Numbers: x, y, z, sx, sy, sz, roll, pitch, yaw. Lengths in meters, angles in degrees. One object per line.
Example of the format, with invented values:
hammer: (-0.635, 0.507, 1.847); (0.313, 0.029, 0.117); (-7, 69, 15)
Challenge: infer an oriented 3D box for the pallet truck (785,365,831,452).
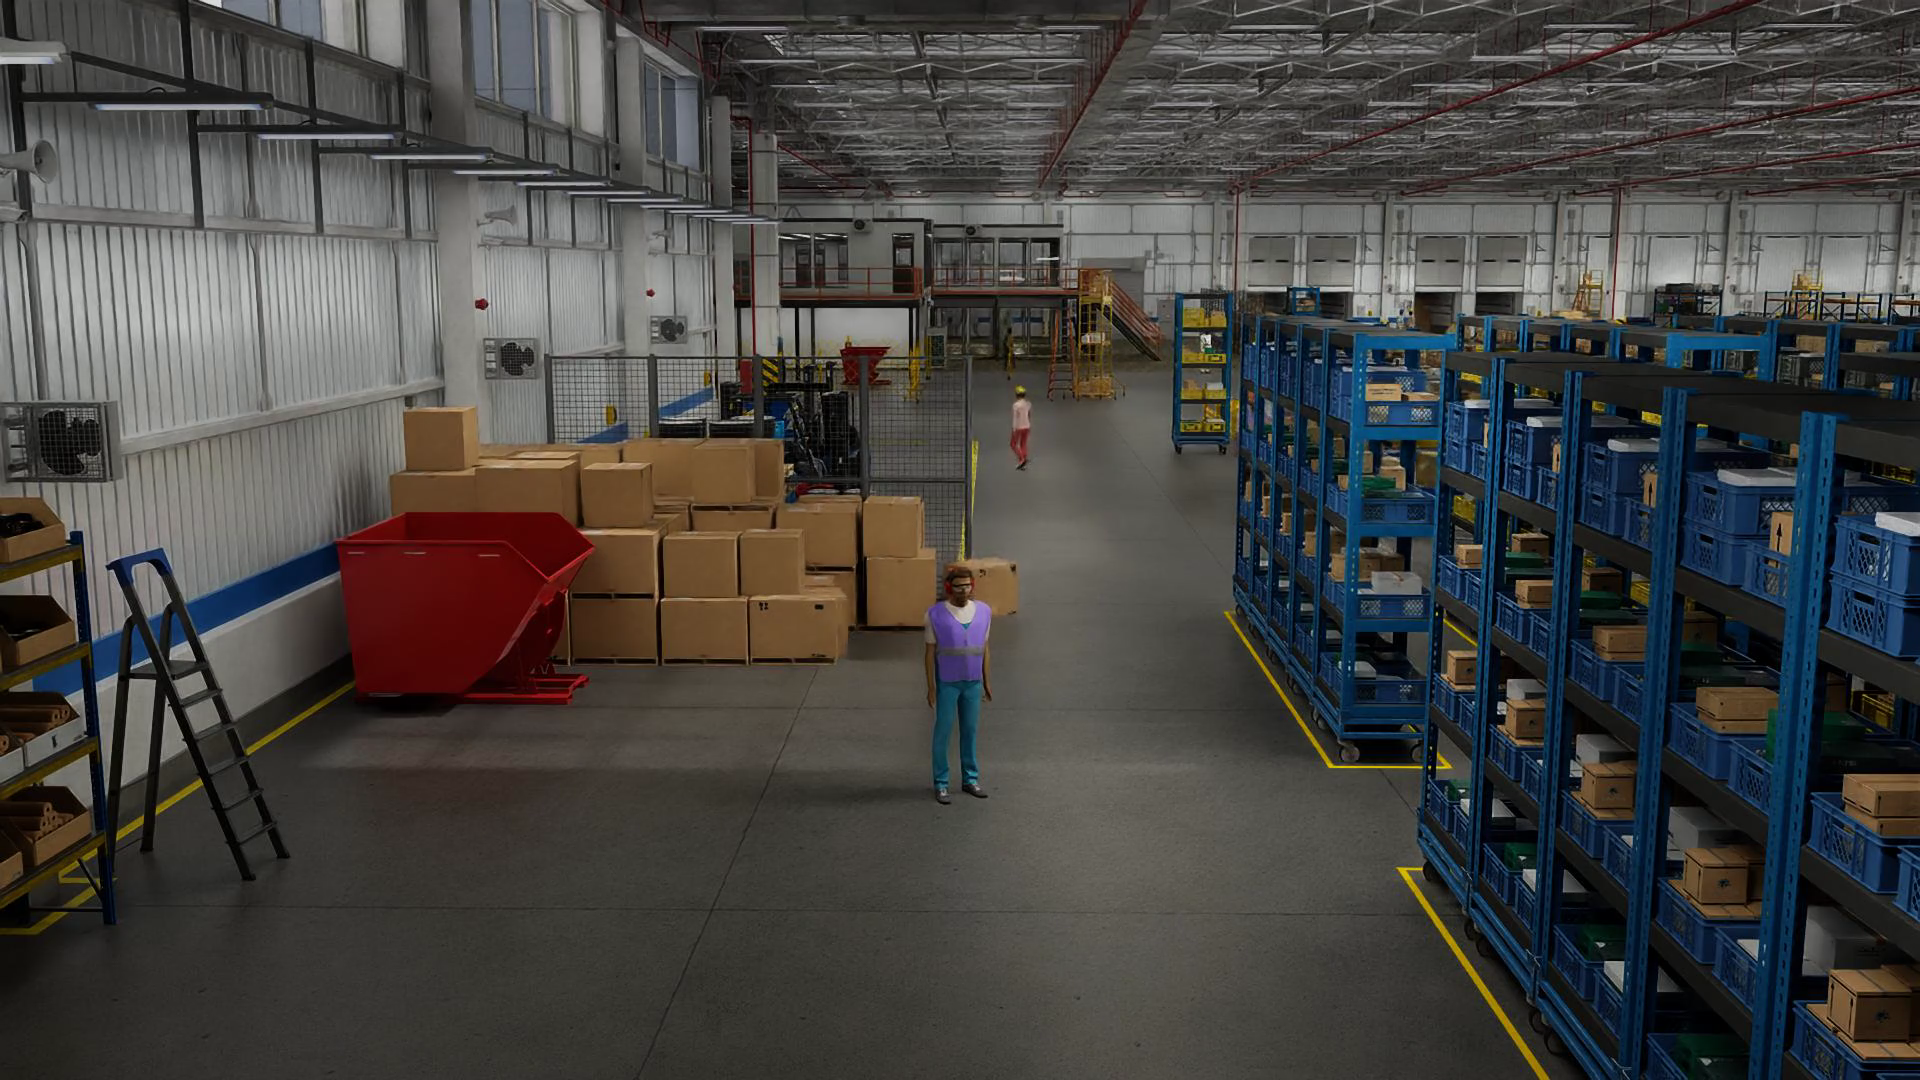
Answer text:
pallet truck: (-3.774, -2.976, 37.635); (1.885, 1.965, 0.823); (1, 9, 5)

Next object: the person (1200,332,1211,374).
person: (9.761, -7.511, 65.961); (0.575, 1.884, 0.355); (-8, 12, -39)

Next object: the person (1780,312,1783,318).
person: (43.897, -11.218, 88.741); (0.760, 1.915, 0.554); (1, 9, 8)

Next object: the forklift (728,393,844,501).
forklift: (-2.979, -1.316, 26.476); (2.680, 1.987, 1.157); (0, 9, 1)

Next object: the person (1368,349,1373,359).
person: (12.987, -5.249, 52.211); (0.404, 1.824, 0.586); (-1, 9, -3)

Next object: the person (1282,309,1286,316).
person: (19.057, -12.674, 97.891); (0.391, 1.853, 0.533); (0, 9, -2)

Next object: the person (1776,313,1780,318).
person: (42.264, -10.787, 86.043); (0.594, 1.922, 0.385); (6, 11, 33)

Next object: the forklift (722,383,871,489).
forklift: (-2.893, -1.687, 28.729); (2.680, 1.987, 1.157); (0, 9, -1)

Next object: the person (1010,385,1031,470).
person: (1.251, -2.298, 34.201); (0.537, 1.755, 0.362); (-6, 11, -35)

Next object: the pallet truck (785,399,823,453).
pallet truck: (-3.814, -2.432, 36.419); (1.630, 1.274, 0.653); (0, 9, 1)

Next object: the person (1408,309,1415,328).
person: (25.741, -12.226, 94.913); (0.385, 1.928, 0.589); (0, 9, 2)

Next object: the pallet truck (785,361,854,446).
pallet truck: (-3.410, -3.193, 38.978); (1.885, 1.965, 0.823); (0, 9, -1)

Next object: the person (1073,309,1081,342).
person: (6.804, -12.368, 95.864); (0.584, 1.911, 0.391); (-4, 10, -22)

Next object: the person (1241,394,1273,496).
person: (5.202, -1.601, 29.199); (0.632, 1.980, 1.062); (-1, 9, -6)

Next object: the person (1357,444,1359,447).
person: (5.082, -0.273, 21.141); (1.049, 1.955, 0.602); (3, 10, 20)

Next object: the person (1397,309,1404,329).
person: (24.805, -12.038, 93.705); (0.394, 1.943, 0.602); (7, 12, 38)

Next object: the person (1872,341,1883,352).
person: (33.902, -6.802, 61.377); (0.594, 1.951, 0.641); (6, 11, 33)

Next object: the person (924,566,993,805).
person: (-0.015, 1.107, 12.918); (0.566, 1.846, 0.389); (-5, 10, -27)

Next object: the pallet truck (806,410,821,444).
pallet truck: (-3.559, -2.018, 33.905); (1.522, 1.261, 0.704); (0, 9, -1)

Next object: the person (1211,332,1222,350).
person: (12.349, -9.739, 79.628); (0.633, 1.902, 0.456); (0, 9, -3)

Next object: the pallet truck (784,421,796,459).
pallet truck: (-4.013, -1.793, 32.705); (1.601, 1.201, 0.680); (0, 9, 1)

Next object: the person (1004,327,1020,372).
person: (2.081, -7.745, 67.613); (0.549, 1.811, 0.887); (9, 13, 43)

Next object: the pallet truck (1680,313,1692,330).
pallet truck: (36.315, -10.531, 84.244); (0.823, 1.965, 1.885); (-6, 11, -33)
